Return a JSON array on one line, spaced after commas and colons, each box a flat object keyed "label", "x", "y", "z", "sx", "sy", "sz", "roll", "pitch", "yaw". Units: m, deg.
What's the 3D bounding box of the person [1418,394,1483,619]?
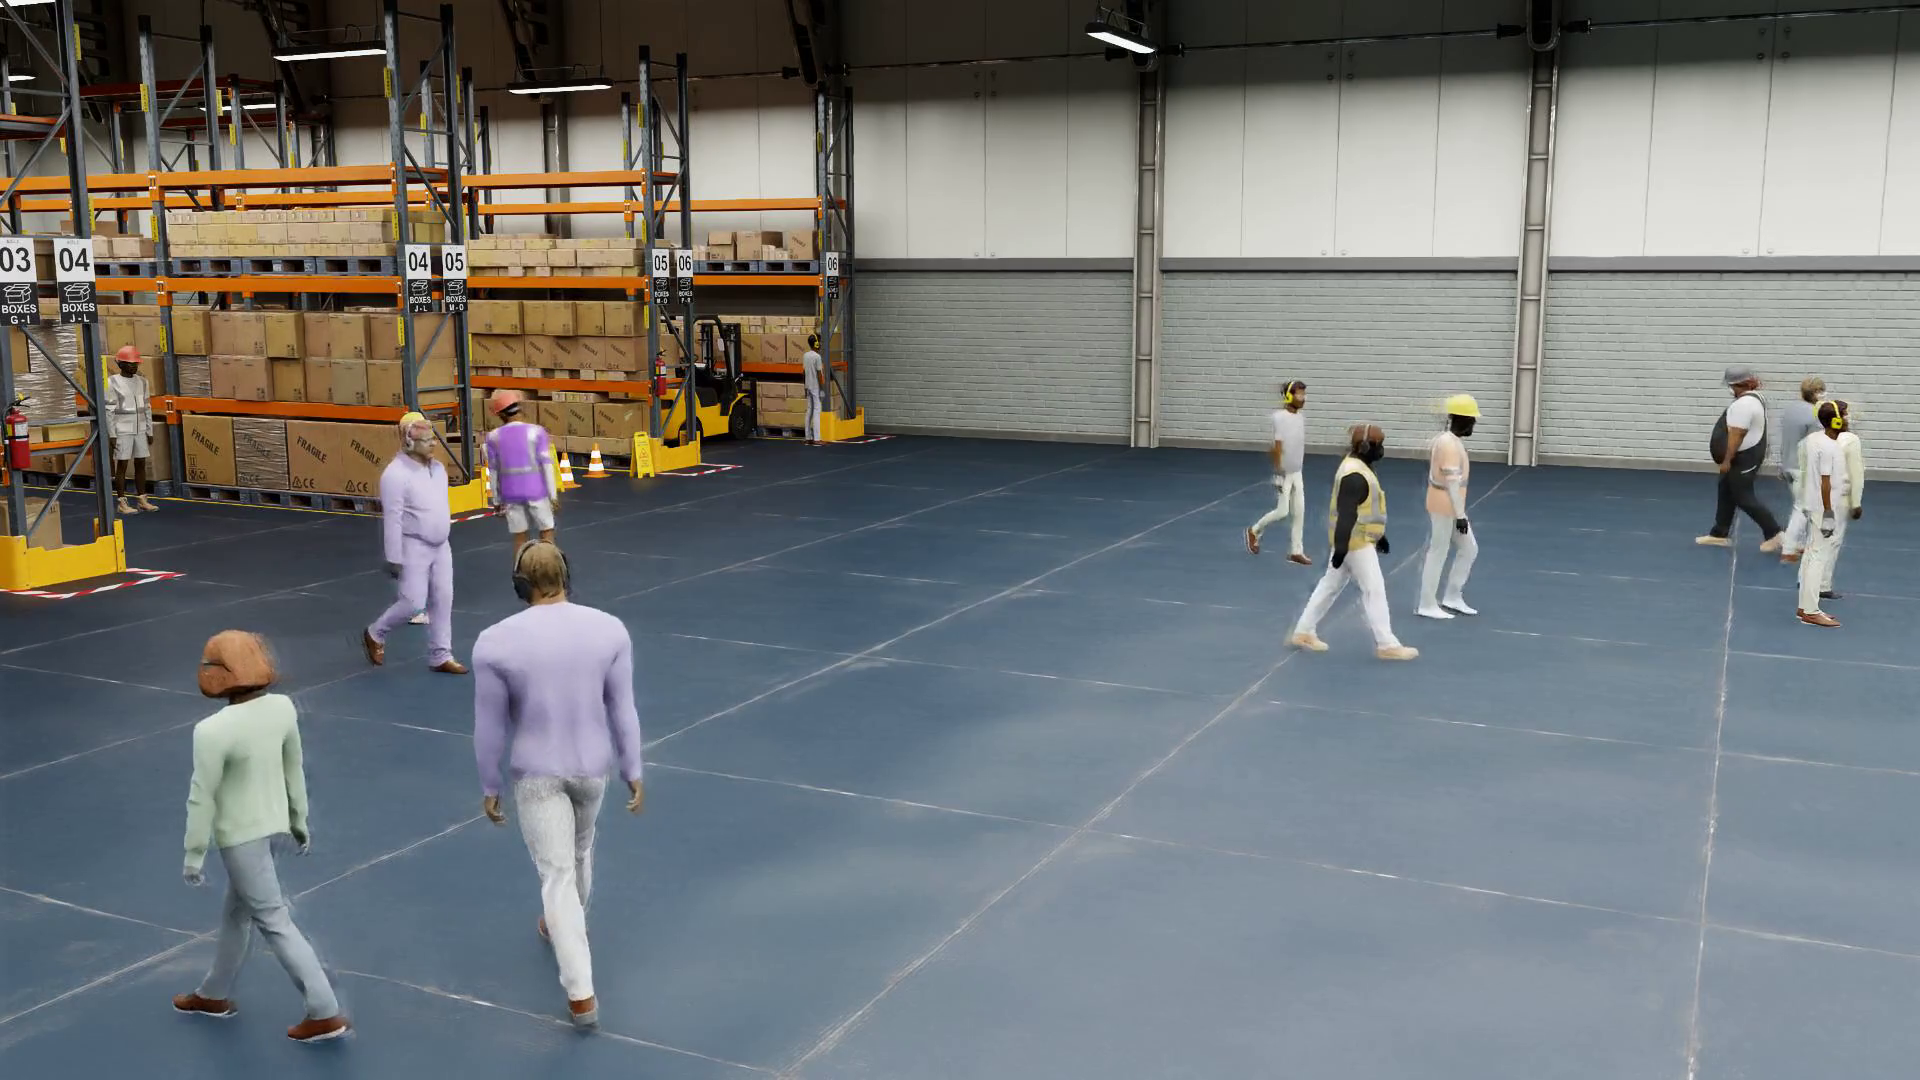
[{"label": "person", "x": 4.166, "y": -0.263, "z": 13.955, "sx": 0.623, "sy": 1.906, "sz": 0.612, "roll": 4, "pitch": 10, "yaw": 24}]

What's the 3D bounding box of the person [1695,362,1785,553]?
[{"label": "person", "x": 8.251, "y": -0.891, "z": 17.377, "sx": 0.847, "sy": 2.000, "sz": 0.692, "roll": 5, "pitch": 10, "yaw": 26}]

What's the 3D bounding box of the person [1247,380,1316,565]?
[{"label": "person", "x": 3.257, "y": -0.686, "z": 16.696, "sx": 0.523, "sy": 1.855, "sz": 0.698, "roll": -8, "pitch": 12, "yaw": -41}]

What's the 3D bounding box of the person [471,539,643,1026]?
[{"label": "person", "x": -1.628, "y": 0.936, "z": 6.721, "sx": 0.642, "sy": 1.882, "sz": 1.017, "roll": -5, "pitch": 11, "yaw": -28}]

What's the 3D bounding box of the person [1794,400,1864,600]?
[{"label": "person", "x": 7.742, "y": -0.337, "z": 14.817, "sx": 0.405, "sy": 1.786, "sz": 0.629, "roll": -3, "pitch": 10, "yaw": -17}]

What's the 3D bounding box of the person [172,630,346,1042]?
[{"label": "person", "x": -2.724, "y": 1.130, "z": 6.369, "sx": 0.841, "sy": 1.589, "sz": 0.512, "roll": 2, "pitch": 10, "yaw": 15}]

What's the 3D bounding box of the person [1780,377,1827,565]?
[{"label": "person", "x": 8.488, "y": -0.696, "z": 16.668, "sx": 0.652, "sy": 1.891, "sz": 0.665, "roll": 0, "pitch": 9, "yaw": 0}]

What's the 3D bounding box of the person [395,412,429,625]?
[{"label": "person", "x": -4.538, "y": -0.183, "z": 13.878, "sx": 0.325, "sy": 1.767, "sz": 0.533, "roll": -6, "pitch": 11, "yaw": -31}]

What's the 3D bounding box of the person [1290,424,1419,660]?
[{"label": "person", "x": 2.988, "y": 0.007, "z": 12.662, "sx": 0.956, "sy": 1.798, "sz": 0.626, "roll": 2, "pitch": 9, "yaw": 12}]

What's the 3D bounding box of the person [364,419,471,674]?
[{"label": "person", "x": -3.972, "y": 0.054, "z": 12.076, "sx": 0.715, "sy": 1.886, "sz": 0.649, "roll": 3, "pitch": 10, "yaw": 20}]

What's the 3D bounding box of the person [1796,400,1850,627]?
[{"label": "person", "x": 7.191, "y": -0.226, "z": 13.809, "sx": 0.328, "sy": 1.877, "sz": 0.515, "roll": 3, "pitch": 10, "yaw": 19}]

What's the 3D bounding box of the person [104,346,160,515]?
[{"label": "person", "x": -9.961, "y": -1.316, "z": 20.016, "sx": 0.403, "sy": 2.035, "sz": 0.606, "roll": 5, "pitch": 10, "yaw": 26}]

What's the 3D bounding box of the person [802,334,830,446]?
[{"label": "person", "x": -2.427, "y": -2.509, "z": 27.815, "sx": 0.328, "sy": 1.874, "sz": 0.517, "roll": -7, "pitch": 12, "yaw": -39}]

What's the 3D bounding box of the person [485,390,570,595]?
[{"label": "person", "x": -3.894, "y": -0.398, "z": 14.868, "sx": 0.660, "sy": 1.873, "sz": 0.392, "roll": 0, "pitch": 9, "yaw": -1}]
